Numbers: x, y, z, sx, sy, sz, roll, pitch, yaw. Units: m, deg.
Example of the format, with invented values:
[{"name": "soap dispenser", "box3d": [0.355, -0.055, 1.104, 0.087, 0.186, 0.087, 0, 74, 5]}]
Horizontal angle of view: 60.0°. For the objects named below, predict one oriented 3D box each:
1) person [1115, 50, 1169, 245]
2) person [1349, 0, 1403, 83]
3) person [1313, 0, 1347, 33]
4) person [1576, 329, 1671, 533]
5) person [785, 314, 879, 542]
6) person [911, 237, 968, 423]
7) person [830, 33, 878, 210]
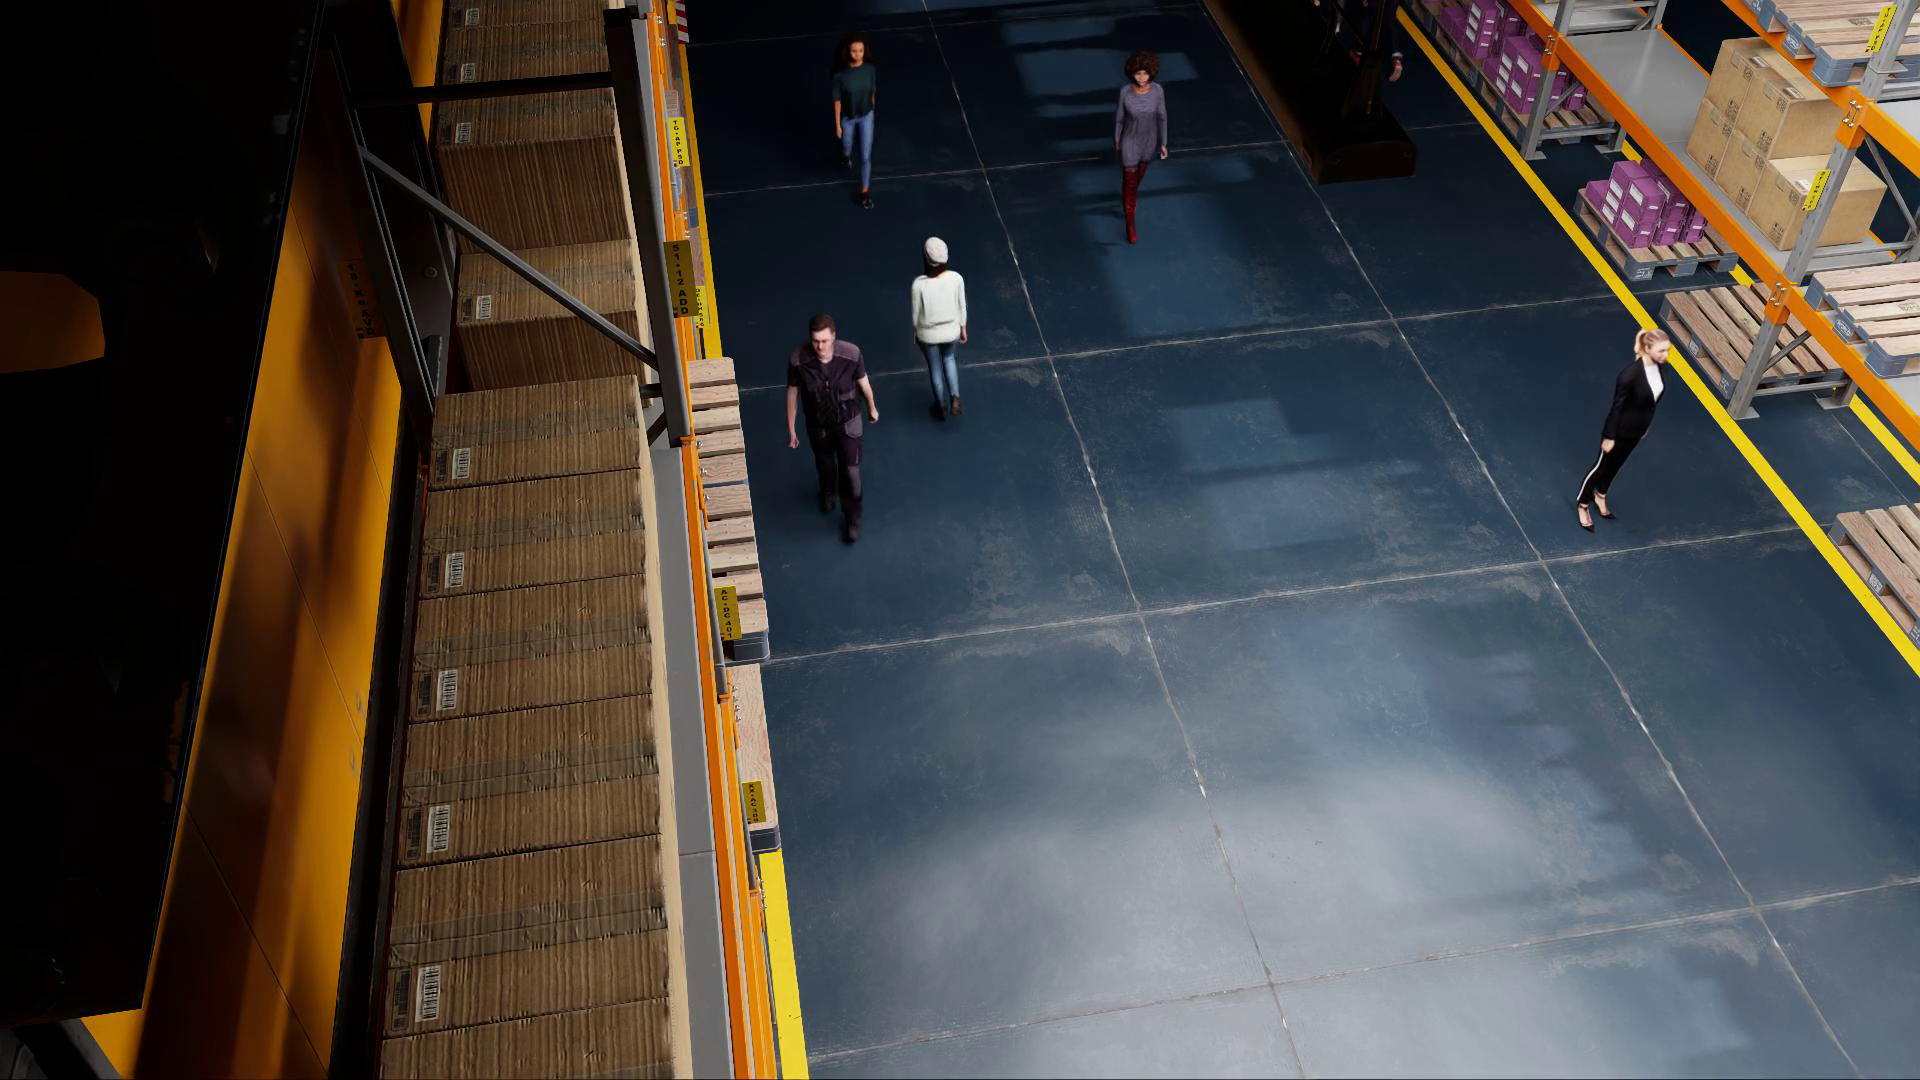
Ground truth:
[{"name": "person", "box3d": [1.579, -3.554, 14.738, 0.675, 1.667, 1.091, -3, 44, -3]}, {"name": "person", "box3d": [4.287, -5.477, 16.664, 0.758, 1.796, 1.117, -10, 45, -11]}, {"name": "person", "box3d": [4.017, -6.218, 17.497, 0.732, 1.718, 1.155, -2, 44, -2]}, {"name": "person", "box3d": [4.716, -0.794, 11.812, 0.683, 1.707, 0.669, -23, 48, -23]}, {"name": "person", "box3d": [-0.905, -0.927, 11.869, 0.879, 1.822, 0.960, 1, 44, 1]}, {"name": "person", "box3d": [-0.149, -1.538, 12.641, 0.607, 1.639, 0.678, -9, 44, -10]}, {"name": "person", "box3d": [-0.973, -3.864, 15.113, 0.657, 1.599, 1.003, -13, 45, -13]}]
